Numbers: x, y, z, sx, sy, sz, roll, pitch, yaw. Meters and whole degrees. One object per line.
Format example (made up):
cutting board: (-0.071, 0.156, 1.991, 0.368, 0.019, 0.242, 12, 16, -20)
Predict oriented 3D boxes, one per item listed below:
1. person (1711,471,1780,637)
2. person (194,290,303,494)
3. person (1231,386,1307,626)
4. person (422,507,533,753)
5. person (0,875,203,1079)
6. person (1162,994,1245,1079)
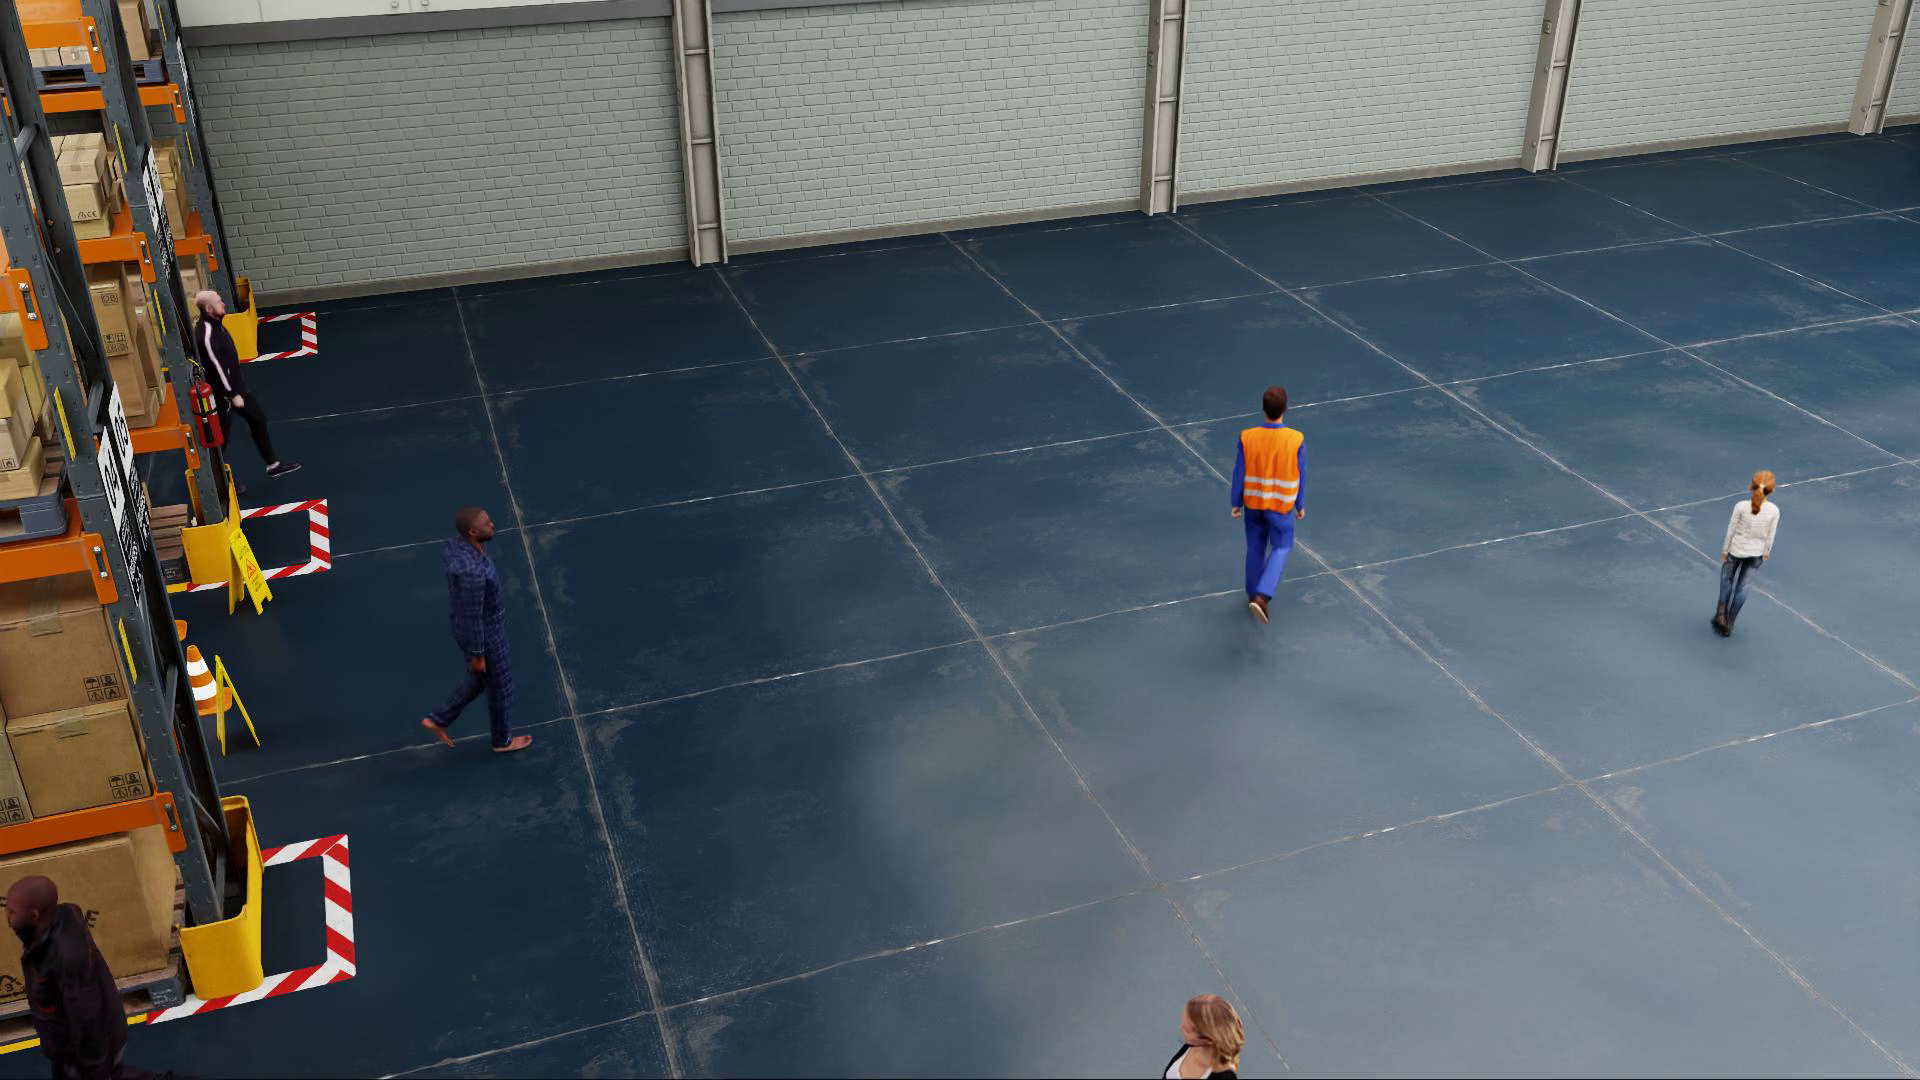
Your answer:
person: (5.739, 0.125, 12.132, 0.581, 1.309, 0.643, 10, 30, 19)
person: (-6.367, -1.225, 14.134, 0.981, 1.810, 0.725, -7, 29, -13)
person: (2.255, -0.205, 12.182, 1.055, 1.844, 1.093, 9, 29, 17)
person: (-3.171, 0.614, 10.683, 0.925, 1.808, 0.744, -11, 30, -20)
person: (-3.910, 2.230, 7.648, 1.035, 1.809, 0.890, -23, 36, -36)
person: (1.008, 2.586, 6.985, 0.553, 1.803, 0.627, -6, 29, -11)
